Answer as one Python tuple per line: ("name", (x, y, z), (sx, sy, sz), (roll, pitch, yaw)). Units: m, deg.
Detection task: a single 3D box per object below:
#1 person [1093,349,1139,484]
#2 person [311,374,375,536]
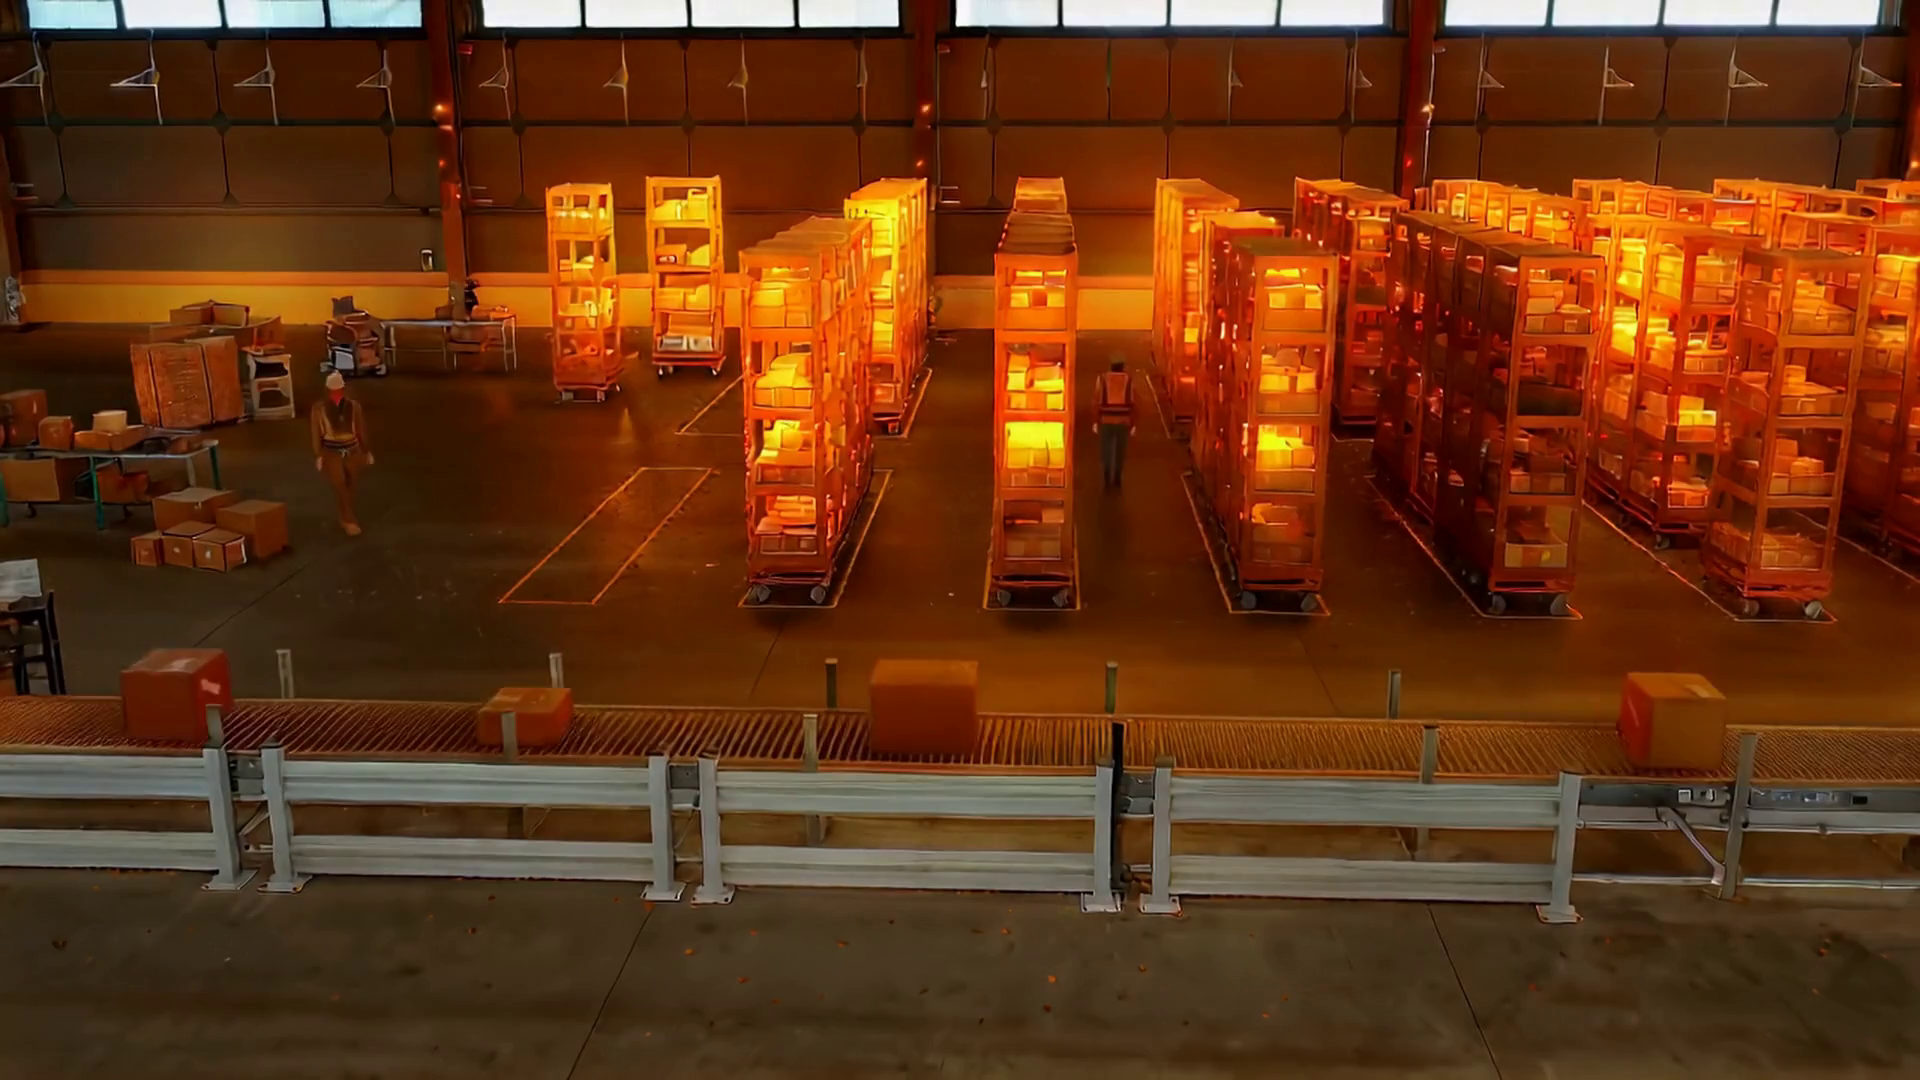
("person", (2.079, -1.619, 22.118), (0.616, 1.808, 0.491), (2, 15, 6))
("person", (-7.289, -1.017, 19.705), (0.629, 1.893, 0.986), (-12, 19, -37))
